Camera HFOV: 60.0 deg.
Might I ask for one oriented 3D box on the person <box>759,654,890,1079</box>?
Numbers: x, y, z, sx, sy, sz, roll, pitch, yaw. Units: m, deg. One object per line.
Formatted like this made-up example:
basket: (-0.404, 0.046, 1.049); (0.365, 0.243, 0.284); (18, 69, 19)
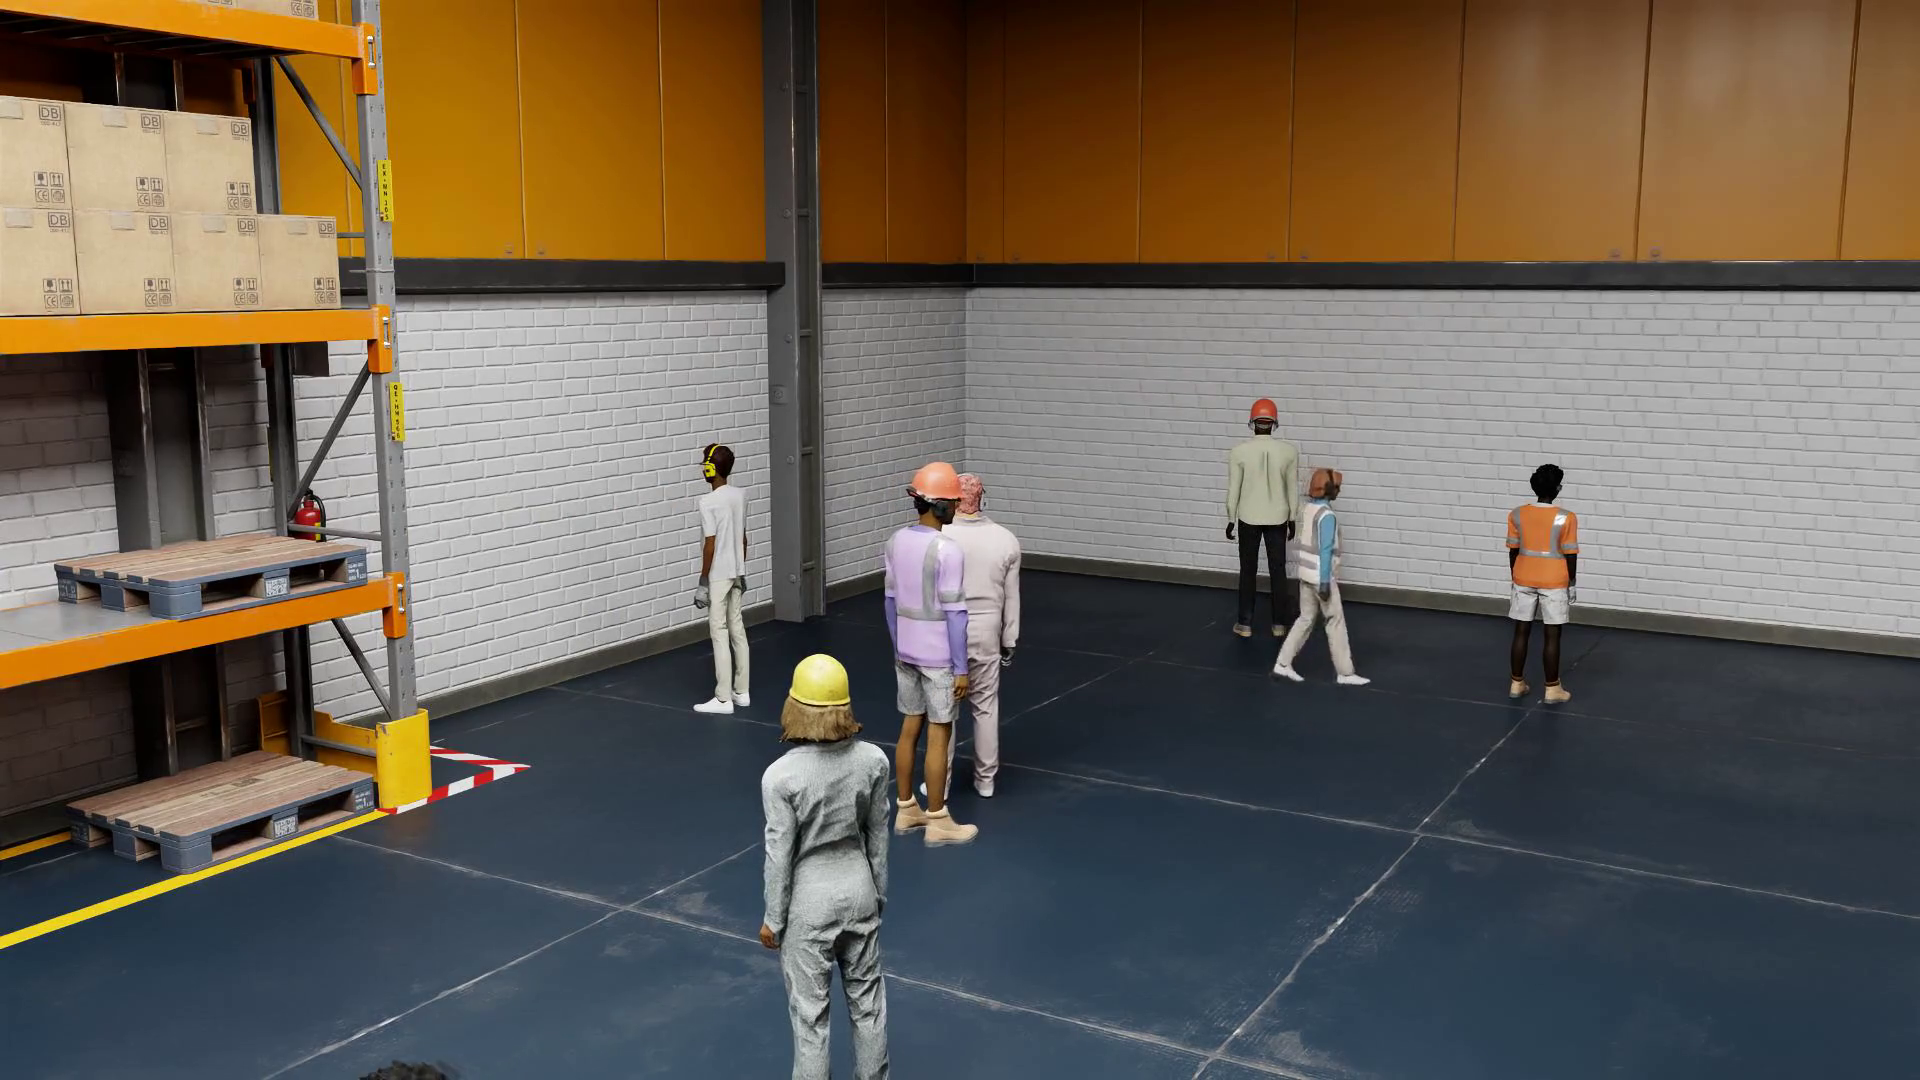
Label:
person: (-0.469, 1.250, 5.743); (0.484, 1.745, 0.297); (-6, 11, -32)

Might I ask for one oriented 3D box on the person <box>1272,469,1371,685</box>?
person: (2.657, 0.274, 12.247); (0.702, 1.613, 0.533); (-1, 9, -6)

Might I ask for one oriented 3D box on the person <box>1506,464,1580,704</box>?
person: (4.122, 0.307, 11.776); (0.318, 1.697, 0.533); (-9, 13, -44)

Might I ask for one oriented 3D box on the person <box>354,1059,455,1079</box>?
person: (-0.859, 1.737, 3.074); (0.787, 1.629, 0.556); (-4, 10, -24)

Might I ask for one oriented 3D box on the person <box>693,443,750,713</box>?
person: (-1.654, 0.265, 11.497); (0.329, 1.872, 0.507); (5, 10, 27)

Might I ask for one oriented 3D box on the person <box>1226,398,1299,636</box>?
person: (2.522, -0.183, 13.901); (0.611, 1.996, 0.378); (0, 9, 0)

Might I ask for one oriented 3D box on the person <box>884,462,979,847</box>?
person: (-0.138, 0.600, 8.870); (0.391, 2.040, 0.615); (-7, 11, -37)

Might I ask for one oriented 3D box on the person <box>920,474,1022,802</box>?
person: (0.025, 0.564, 9.573); (0.653, 1.895, 0.401); (-3, 10, -19)
